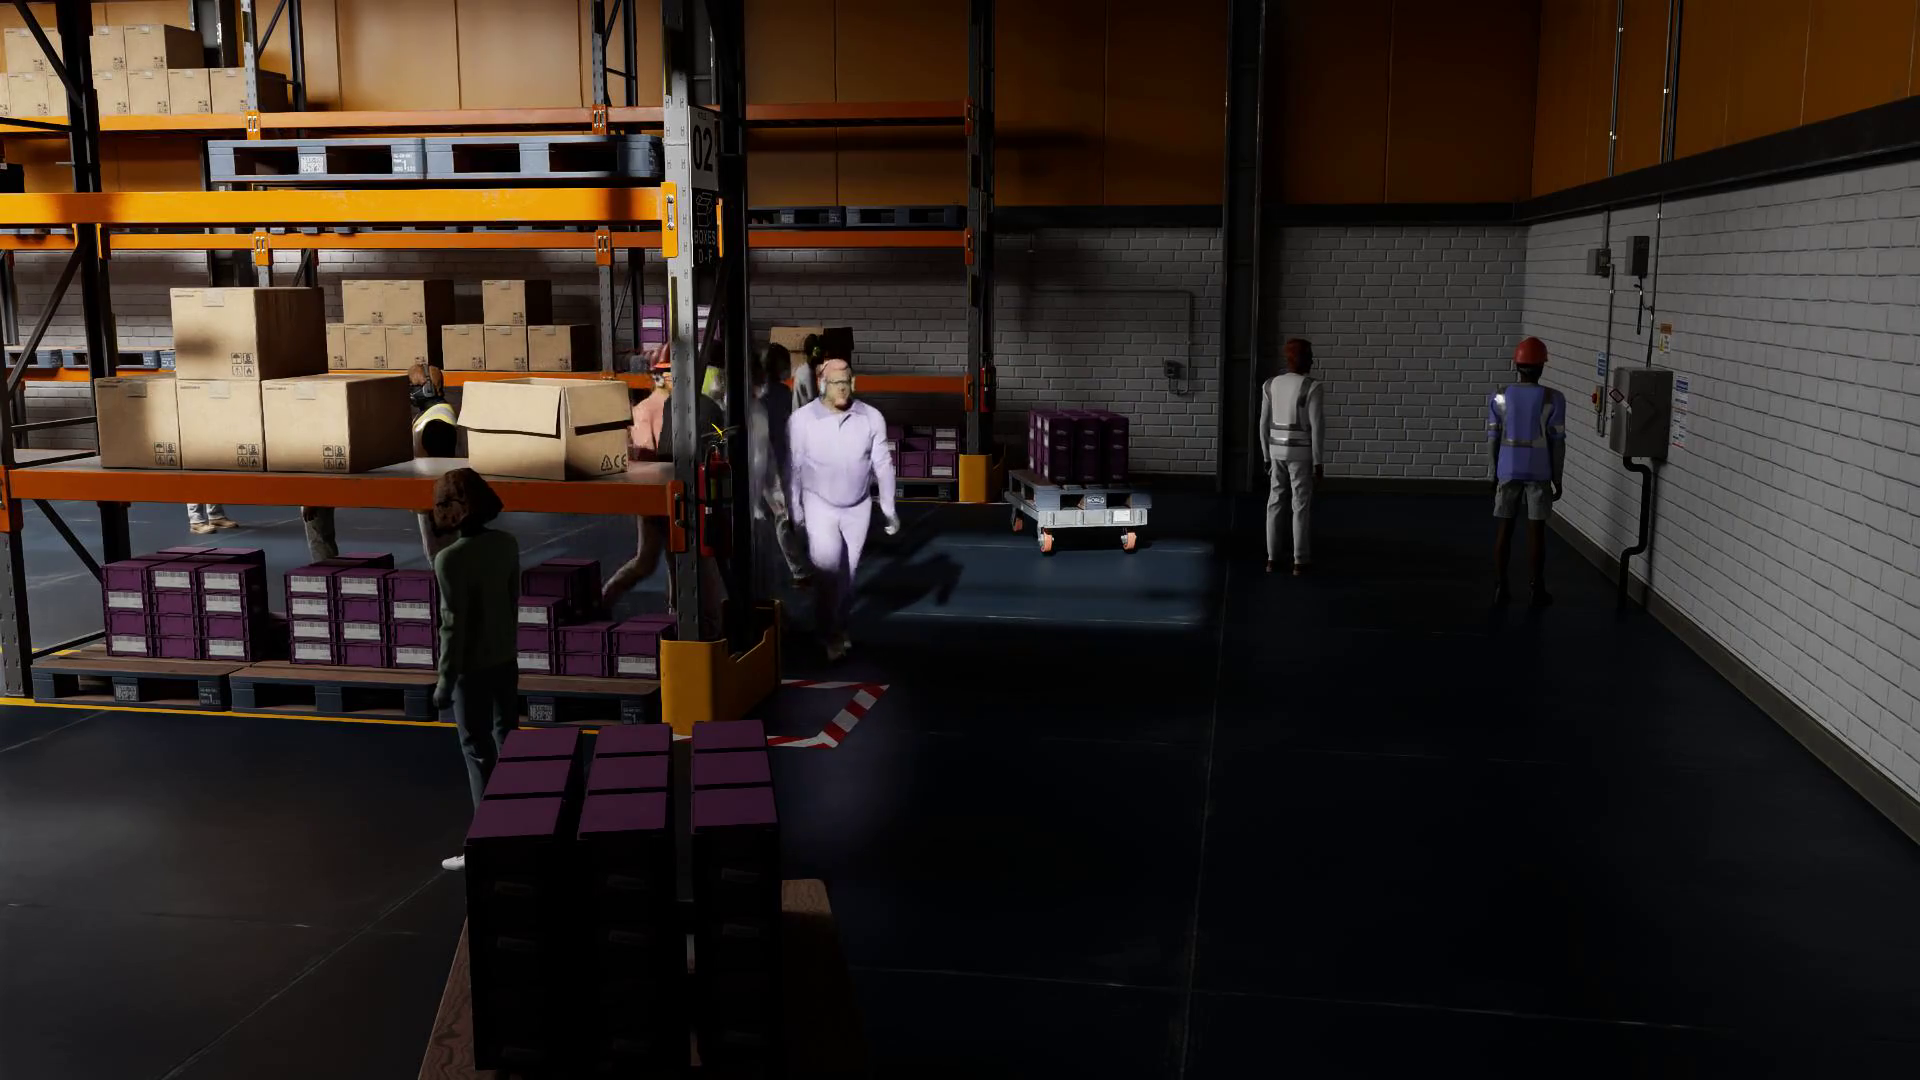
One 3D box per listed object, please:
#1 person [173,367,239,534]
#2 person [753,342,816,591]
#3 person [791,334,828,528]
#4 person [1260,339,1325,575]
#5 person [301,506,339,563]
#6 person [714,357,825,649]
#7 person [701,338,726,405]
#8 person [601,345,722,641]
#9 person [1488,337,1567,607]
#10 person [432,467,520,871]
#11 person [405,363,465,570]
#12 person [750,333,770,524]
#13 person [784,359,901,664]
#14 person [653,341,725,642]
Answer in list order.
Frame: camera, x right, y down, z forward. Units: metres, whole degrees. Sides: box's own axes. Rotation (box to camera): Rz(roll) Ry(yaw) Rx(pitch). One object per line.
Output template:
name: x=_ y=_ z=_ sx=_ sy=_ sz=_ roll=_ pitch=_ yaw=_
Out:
person: x=-6.985 y=-0.988 z=15.429 sx=0.430 sy=1.845 sz=0.619 roll=2 pitch=9 yaw=15
person: x=-1.494 y=-0.564 z=12.668 sx=1.036 sy=1.892 sz=0.627 roll=3 pitch=10 yaw=16
person: x=-1.349 y=-1.008 z=15.574 sx=0.738 sy=1.829 sz=0.504 roll=0 pitch=9 yaw=-2
person: x=2.655 y=-0.660 z=13.273 sx=0.358 sy=1.881 sz=0.574 roll=-9 pitch=13 yaw=-43
person: x=-4.448 y=-0.339 z=11.432 sx=0.403 sy=1.833 sz=0.591 roll=-3 pitch=10 yaw=-18
person: x=-1.383 y=-0.244 z=10.696 sx=1.015 sy=1.894 sz=0.642 roll=2 pitch=9 yaw=10
person: x=-2.129 y=-0.838 z=14.513 sx=0.640 sy=1.843 sz=0.430 roll=8 pitch=12 yaw=40
person: x=-1.967 y=-0.270 z=10.637 sx=0.904 sy=1.966 sz=0.613 roll=4 pitch=10 yaw=24
person: x=4.087 y=-0.487 z=12.013 sx=0.545 sy=1.942 sz=0.354 roll=6 pitch=11 yaw=31
person: x=-1.944 y=0.520 z=6.717 sx=0.281 sy=1.633 sz=0.498 roll=3 pitch=10 yaw=18
person: x=-3.380 y=-0.216 z=10.683 sx=0.430 sy=1.836 sz=0.618 roll=-3 pitch=10 yaw=-20
person: x=-1.898 y=-0.905 z=14.636 sx=0.377 sy=1.932 sz=0.548 roll=7 pitch=11 yaw=36
person: x=-0.715 y=-0.177 z=10.293 sx=0.663 sy=1.865 sz=0.940 roll=-3 pitch=10 yaw=-20
person: x=-1.731 y=-0.264 z=10.465 sx=0.612 sy=1.995 sz=0.378 roll=7 pitch=12 yaw=39
